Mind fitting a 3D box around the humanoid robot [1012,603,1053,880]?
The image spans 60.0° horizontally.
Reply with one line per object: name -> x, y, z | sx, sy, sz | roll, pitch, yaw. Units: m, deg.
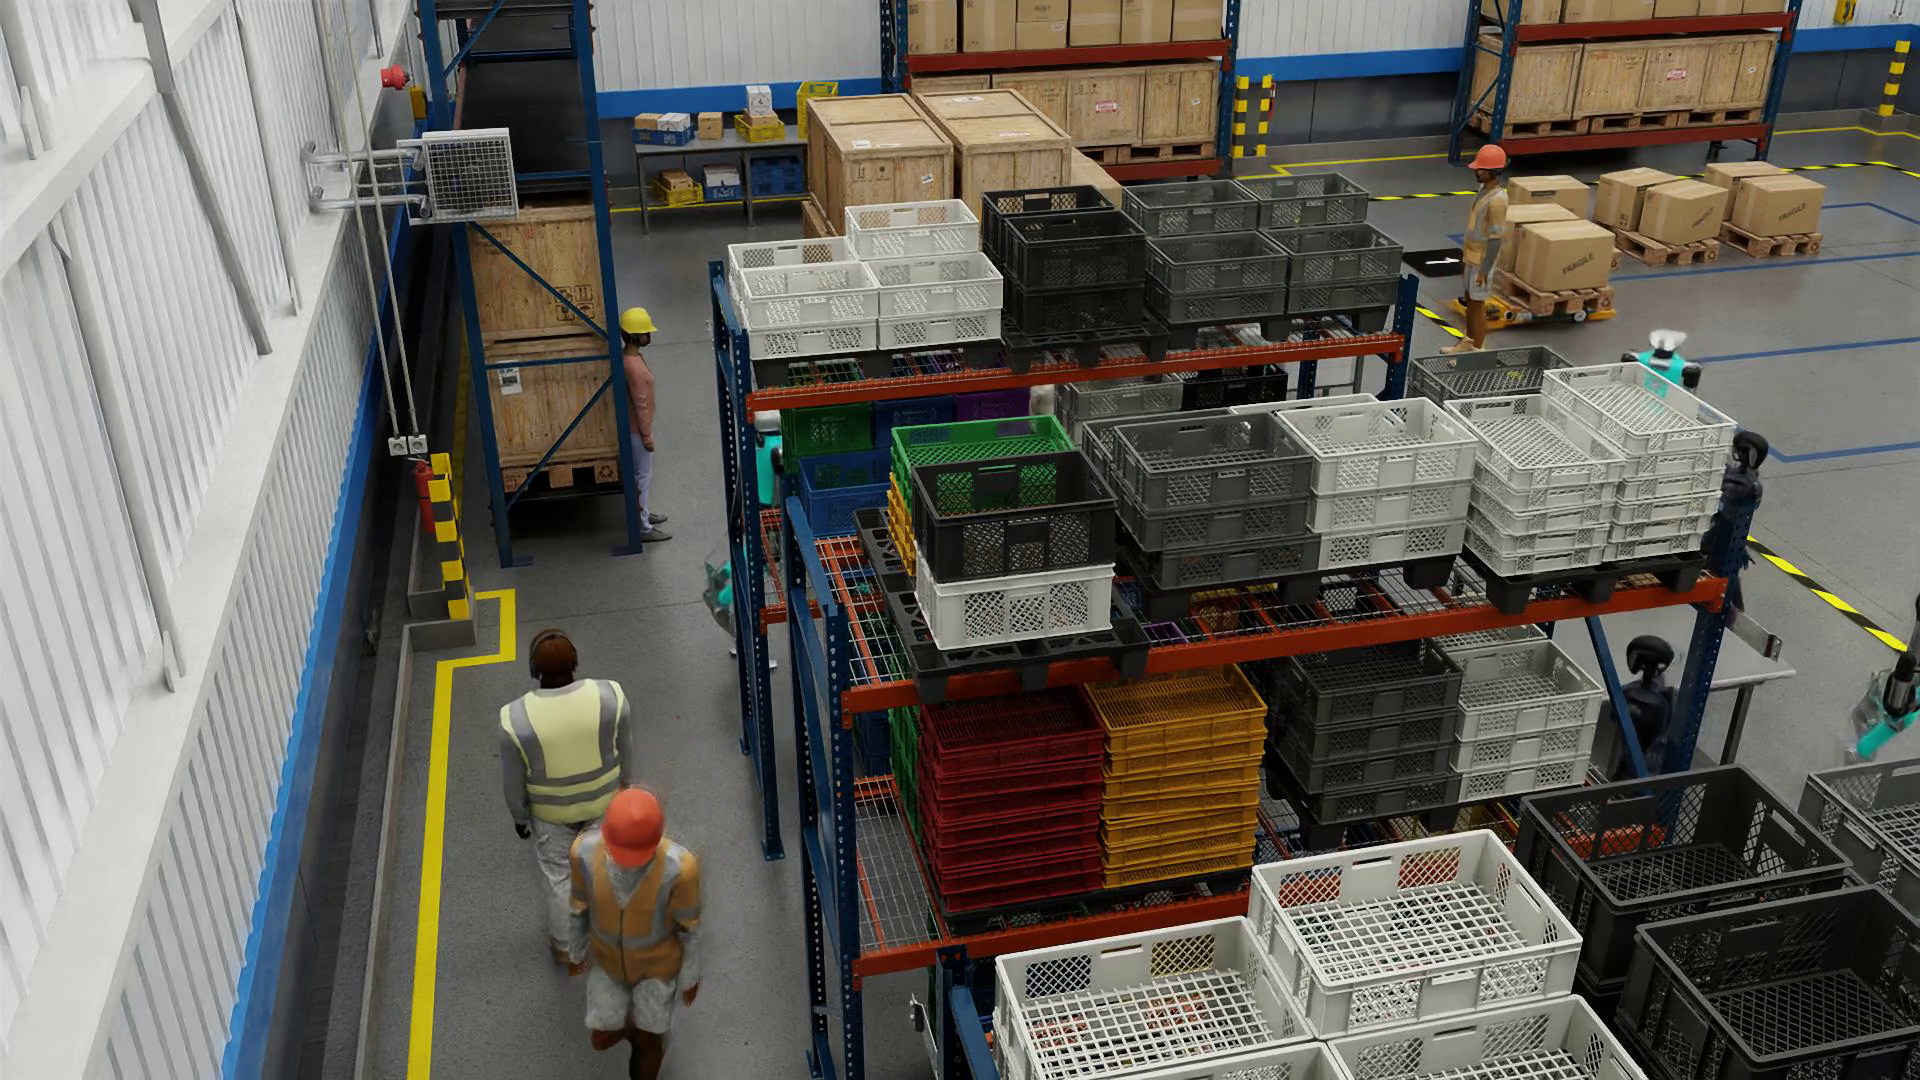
humanoid robot -> 0.620, 1.107, 8.417 | 1.004, 1.770, 0.530 | -2, 28, -3

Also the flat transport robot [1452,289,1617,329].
flat transport robot -> 5.692, -2.346, 16.468 | 1.431, 0.197, 0.652 | -6, 28, -12

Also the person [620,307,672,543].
person -> -2.299, -0.832, 12.029 | 0.337, 1.761, 0.522 | -9, 29, -17

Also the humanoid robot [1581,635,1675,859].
humanoid robot -> 3.350, 1.201, 8.255 | 0.375, 1.642, 0.608 | 18, 33, 30

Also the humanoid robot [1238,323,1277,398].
humanoid robot -> 1.867, -0.751, 11.893 | 1.009, 1.738, 0.541 | 14, 31, 25

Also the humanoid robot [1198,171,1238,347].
humanoid robot -> 2.439, -2.613, 15.506 | 0.602, 1.648, 0.345 | 18, 33, 31

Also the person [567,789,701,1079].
person -> -1.360, 1.750, 6.981 | 0.626, 1.892, 0.563 | 5, 28, 9

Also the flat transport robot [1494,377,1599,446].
flat transport robot -> 4.780, -1.036, 14.013 | 0.659, 0.231, 1.431 | -6, 28, -12

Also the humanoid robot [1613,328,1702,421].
humanoid robot -> 4.997, -0.761, 11.996 | 0.530, 1.788, 1.050 | 16, 32, 27

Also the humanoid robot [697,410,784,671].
humanoid robot -> -1.378, 0.003, 10.418 | 0.753, 1.727, 0.530 | -10, 29, -18

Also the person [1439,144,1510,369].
person -> 4.652, -2.540, 14.966 | 0.373, 2.040, 0.613 | 2, 28, 3

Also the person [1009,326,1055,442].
person -> 0.477, -0.615, 11.533 | 0.338, 1.836, 0.511 | -19, 33, -31

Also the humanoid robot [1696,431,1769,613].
humanoid robot -> 4.763, 0.109, 10.321 | 0.387, 1.645, 0.611 | 22, 35, 36

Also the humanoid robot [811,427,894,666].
humanoid robot -> -0.608, 0.110, 10.211 | 0.743, 1.737, 0.530 | -3, 28, -5

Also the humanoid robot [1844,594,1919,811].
humanoid robot -> 5.081, 0.802, 9.043 | 0.543, 1.888, 0.732 | -10, 29, -18

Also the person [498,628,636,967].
person -> -1.859, 1.239, 8.012 | 0.628, 1.838, 0.428 | -10, 29, -18
